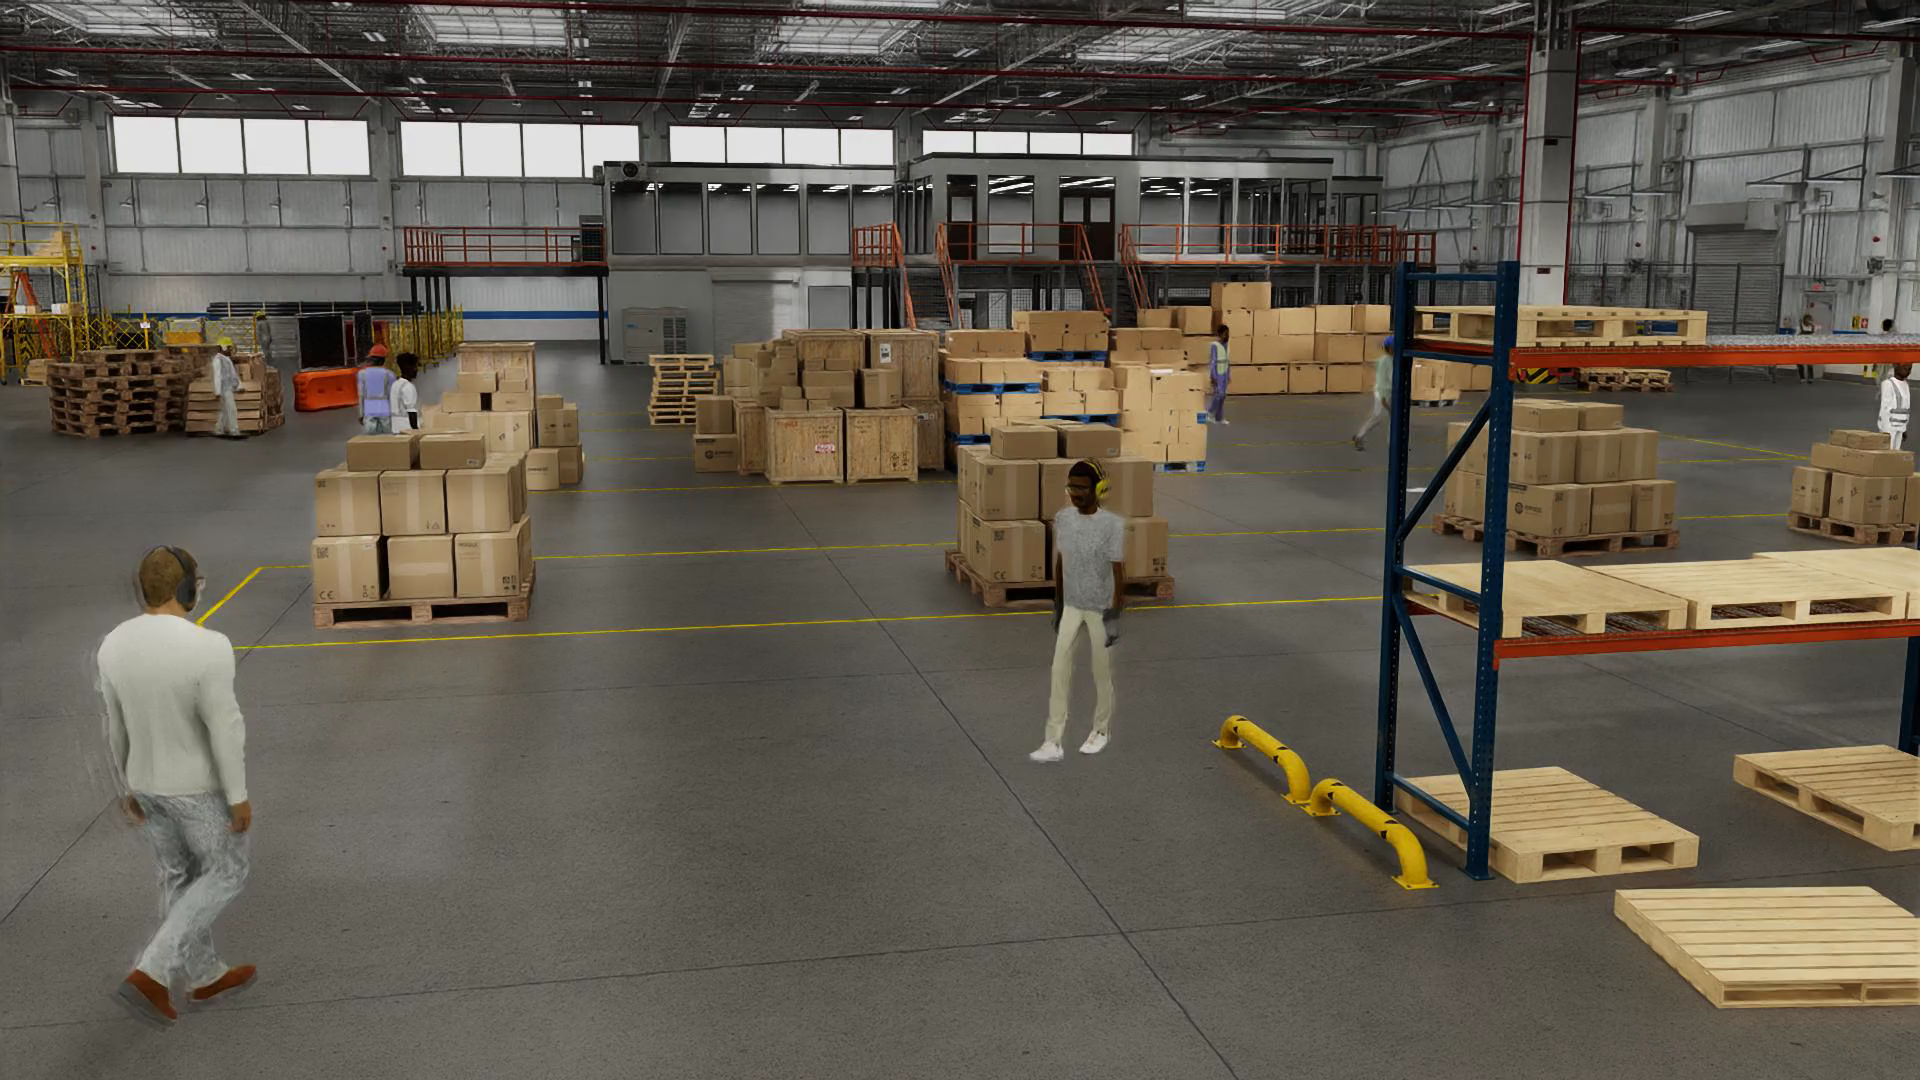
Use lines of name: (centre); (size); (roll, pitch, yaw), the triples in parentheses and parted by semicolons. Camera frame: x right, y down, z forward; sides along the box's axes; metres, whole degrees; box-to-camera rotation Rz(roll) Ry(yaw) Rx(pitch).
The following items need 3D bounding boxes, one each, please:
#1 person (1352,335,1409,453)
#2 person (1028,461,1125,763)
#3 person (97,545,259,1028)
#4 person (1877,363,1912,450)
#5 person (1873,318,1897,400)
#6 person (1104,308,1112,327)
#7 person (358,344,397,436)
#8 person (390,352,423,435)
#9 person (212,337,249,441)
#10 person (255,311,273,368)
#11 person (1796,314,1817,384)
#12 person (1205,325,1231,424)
person: (6.837, -2.354, 26.920); (0.899, 1.923, 0.604); (9, 13, 44)
person: (0.707, 0.449, 10.043); (0.563, 1.836, 0.844); (6, 11, 32)
person: (-3.100, 0.980, 6.556); (0.644, 1.927, 0.635); (4, 10, 22)
person: (11.981, -1.427, 21.342); (0.572, 1.887, 0.354); (-8, 12, -39)
person: (20.967, -4.097, 37.707); (0.519, 1.854, 0.434); (2, 9, 10)
person: (3.846, -5.082, 43.467); (0.547, 1.938, 0.378); (8, 13, 42)
person: (-8.272, -1.829, 23.690); (0.571, 1.920, 0.427); (-1, 9, -4)
person: (-6.818, -1.334, 20.530); (0.370, 1.966, 0.608); (-7, 12, -38)
person: (-12.715, -2.615, 28.836); (0.603, 1.798, 0.609); (-2, 9, -11)
person: (-20.787, -5.970, 49.606); (0.542, 1.701, 0.535); (3, 10, 18)
person: (21.897, -4.936, 43.027); (0.544, 1.792, 0.845); (2, 10, 14)
person: (4.990, -3.154, 31.809); (0.448, 1.905, 0.626); (7, 12, 37)
